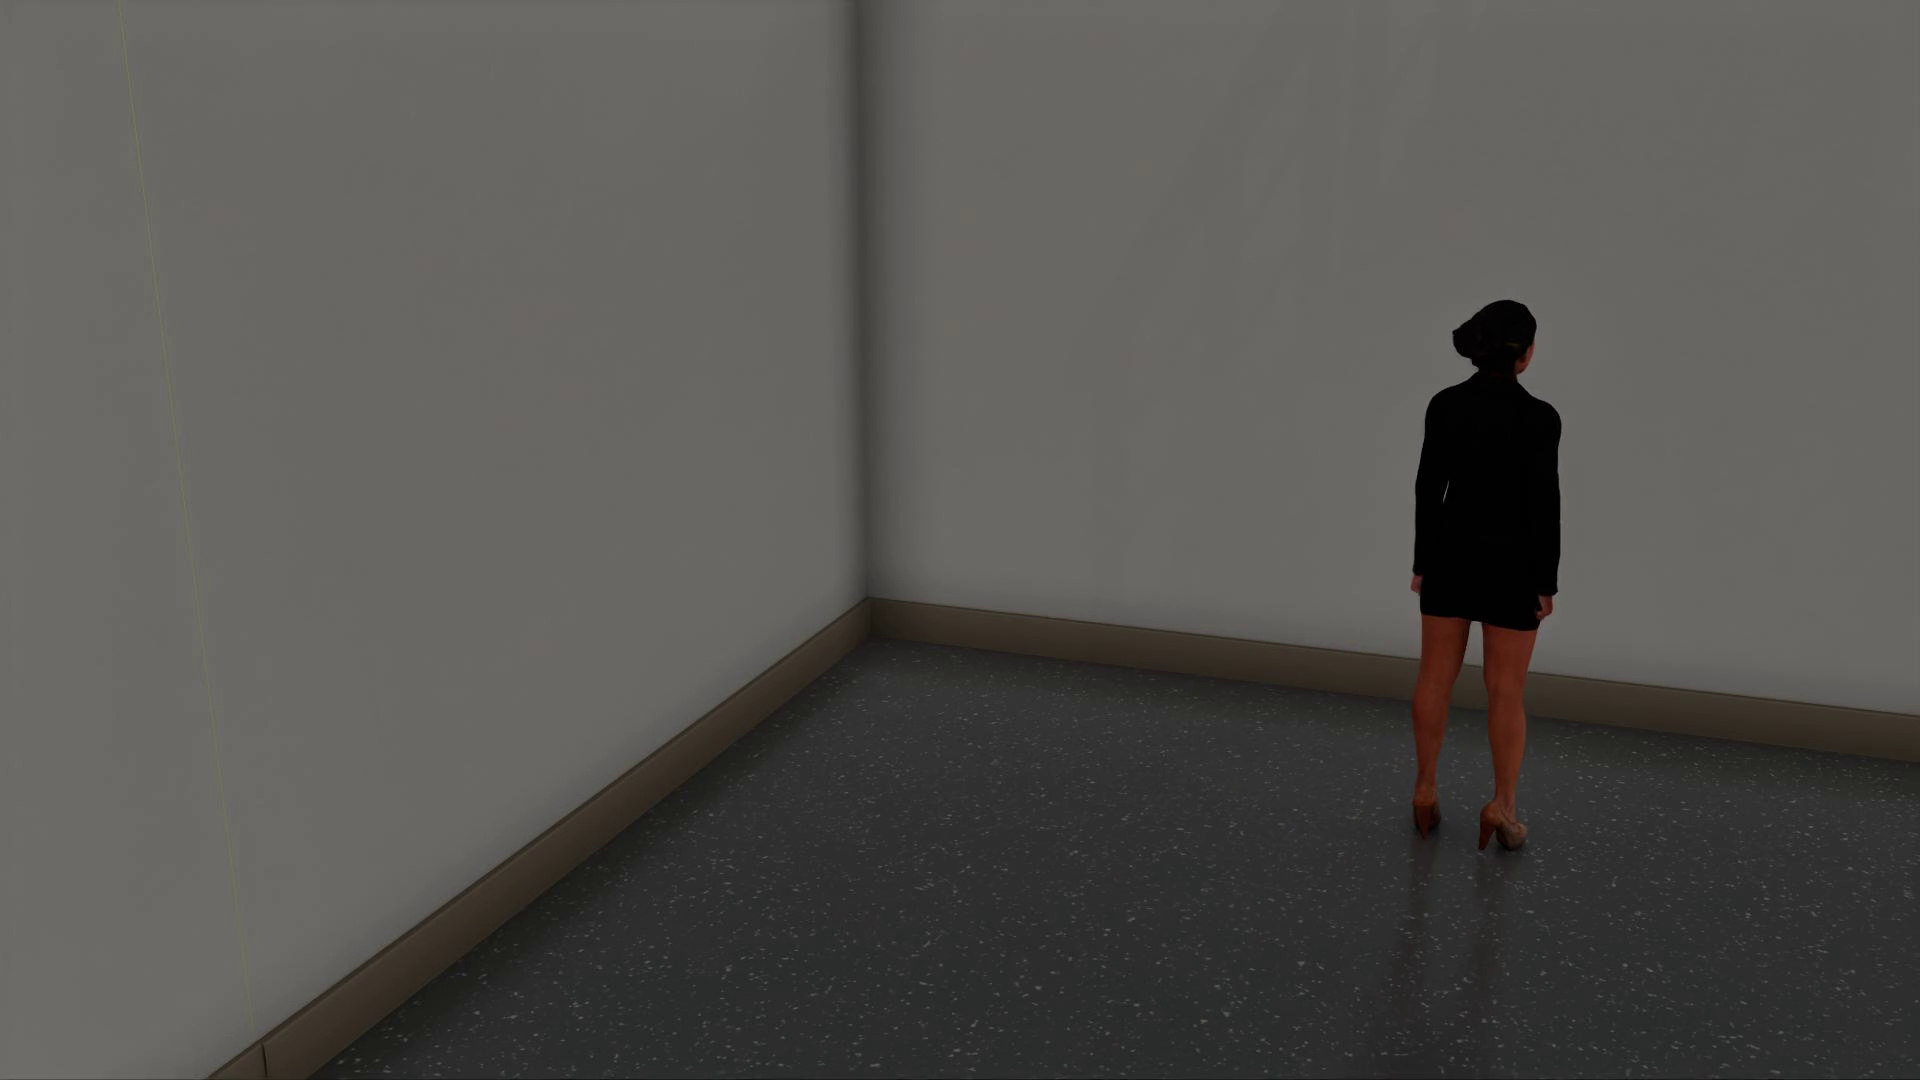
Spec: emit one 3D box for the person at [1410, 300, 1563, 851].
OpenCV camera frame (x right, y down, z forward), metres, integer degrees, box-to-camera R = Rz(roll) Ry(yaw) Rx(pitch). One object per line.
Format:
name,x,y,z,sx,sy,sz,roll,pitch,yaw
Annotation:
person,1.532,0.116,4.875,0.647,1.640,0.681,11,19,34
